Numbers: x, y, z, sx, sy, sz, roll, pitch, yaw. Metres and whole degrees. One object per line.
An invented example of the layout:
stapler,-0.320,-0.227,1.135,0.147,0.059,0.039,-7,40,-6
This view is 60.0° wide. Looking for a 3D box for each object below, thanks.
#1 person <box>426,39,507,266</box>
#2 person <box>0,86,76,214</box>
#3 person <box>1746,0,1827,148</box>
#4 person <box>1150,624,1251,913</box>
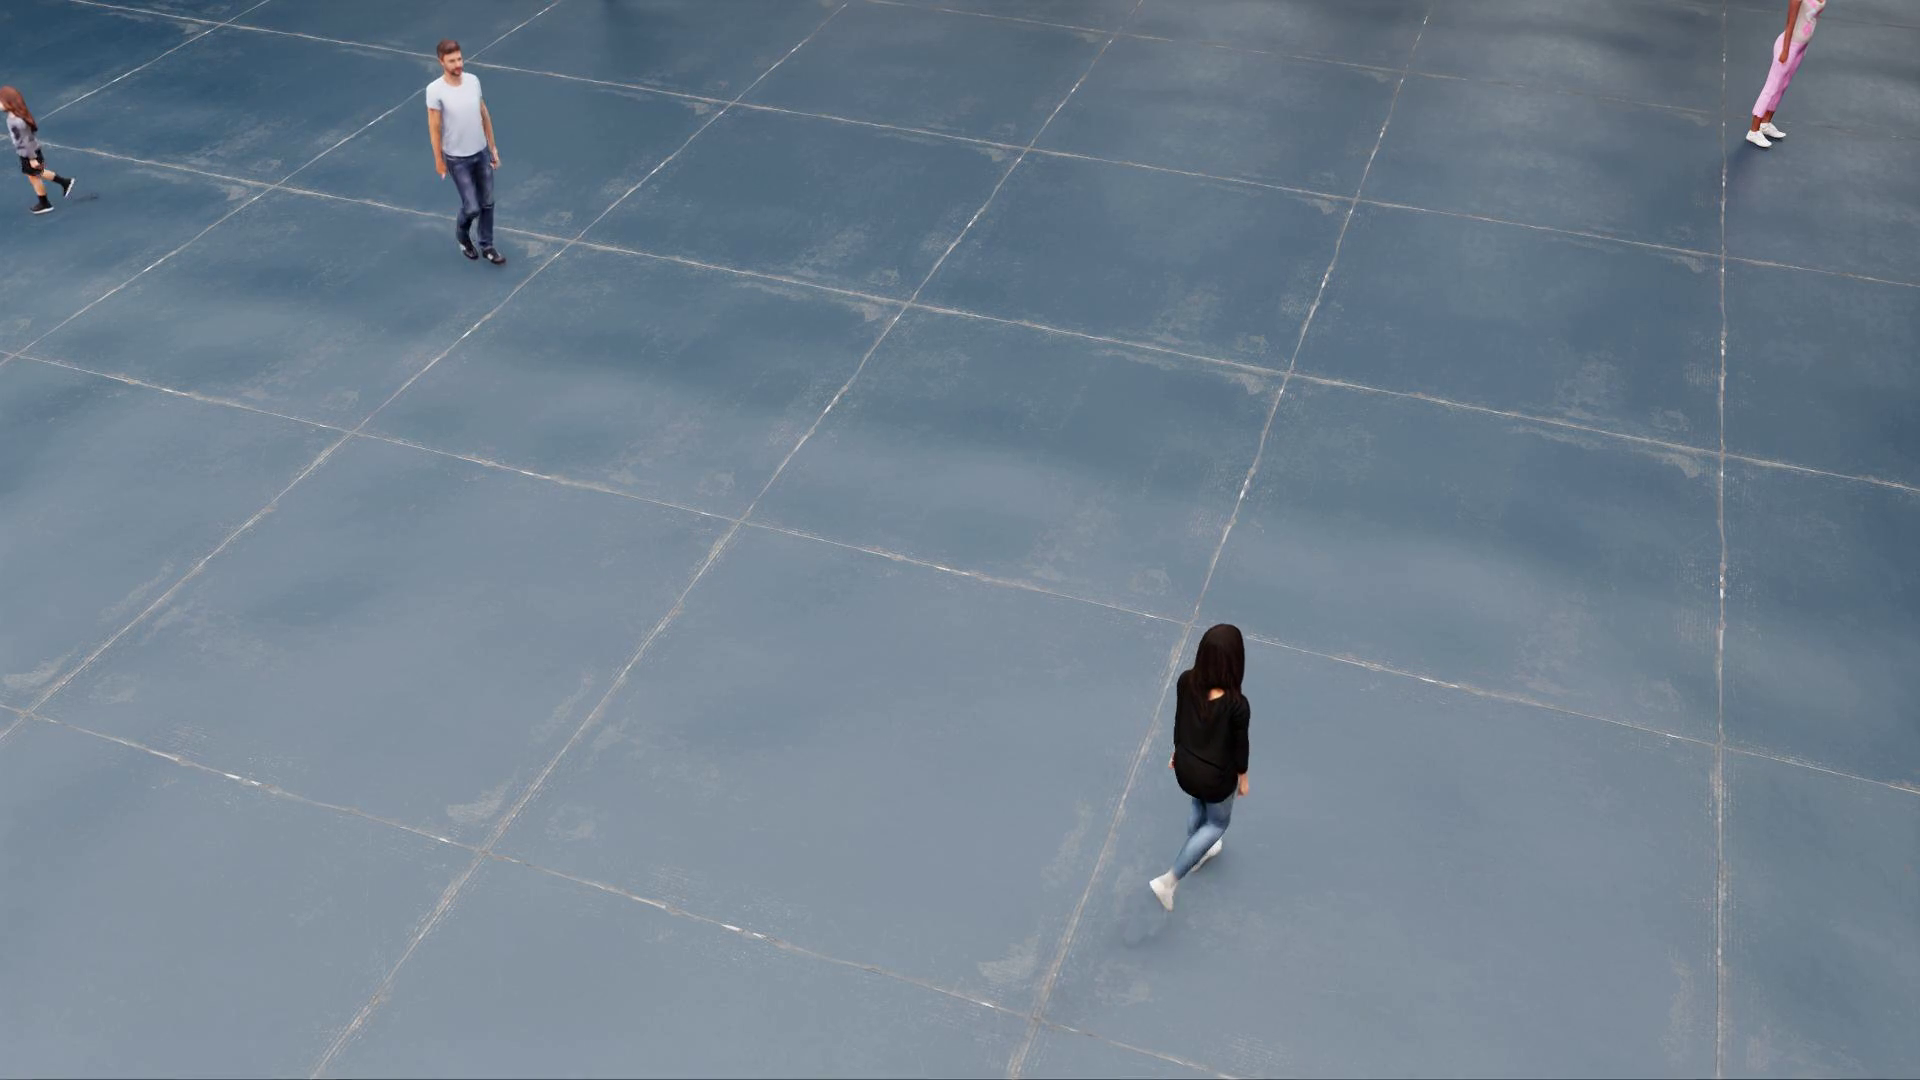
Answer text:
person,-3.921,-3.046,13.047,0.800,1.854,0.731,29,46,31
person,-7.776,-3.291,13.978,0.735,1.093,0.645,-25,44,-28
person,7.441,-4.420,14.895,0.593,1.741,0.704,-30,47,-32
person,1.143,1.112,7.914,0.978,1.631,0.809,-31,48,-33
